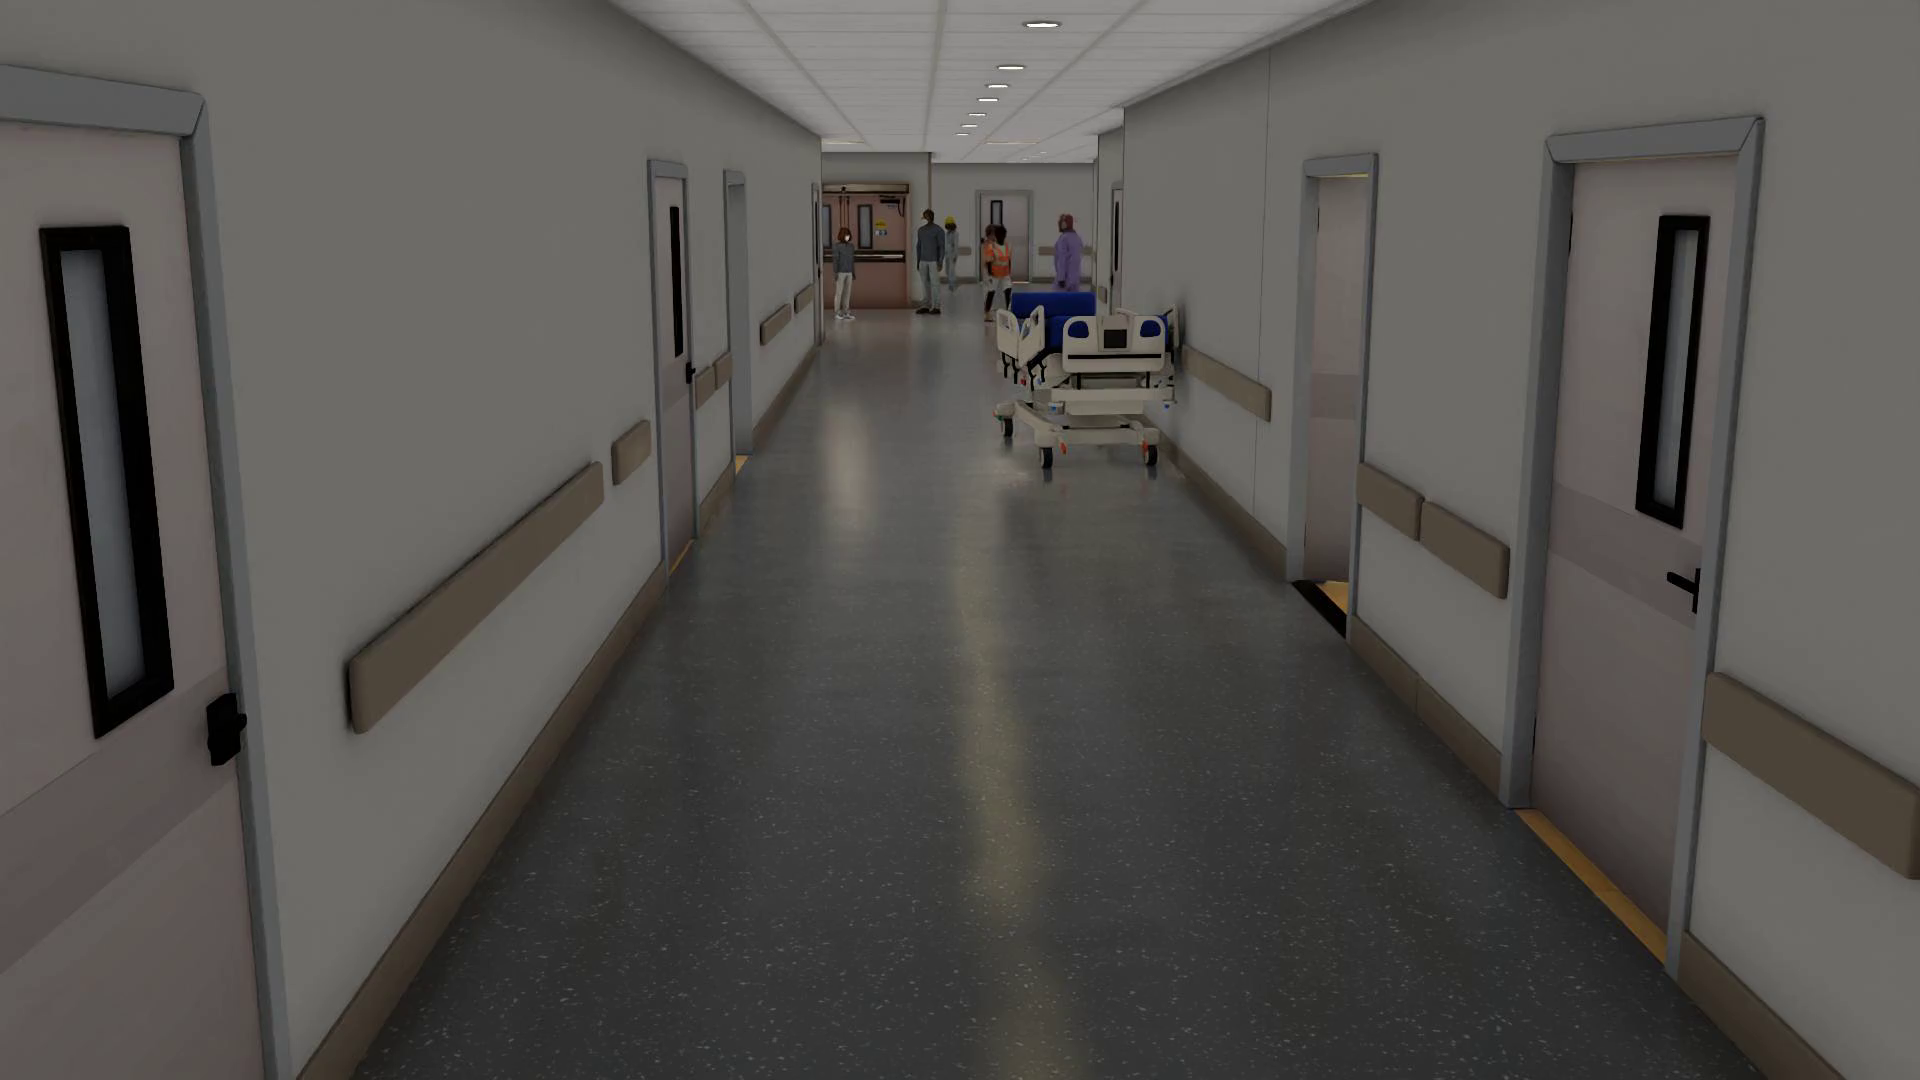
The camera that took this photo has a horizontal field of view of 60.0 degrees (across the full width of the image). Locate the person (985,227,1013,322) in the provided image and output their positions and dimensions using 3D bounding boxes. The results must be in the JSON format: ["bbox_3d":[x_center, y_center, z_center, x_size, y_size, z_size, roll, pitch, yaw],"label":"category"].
[{"bbox_3d":[0.698,-4.584,28.772,0.552,1.642,0.885,-7,14,-31],"label":"person"}]

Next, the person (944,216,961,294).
[{"bbox_3d":[-0.176,-6.430,37.595,0.452,1.747,0.515,-7,14,-32],"label":"person"}]

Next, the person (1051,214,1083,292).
[{"bbox_3d":[1.639,-4.075,25.701,0.418,1.896,0.640,8,14,34],"label":"person"}]

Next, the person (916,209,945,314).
[{"bbox_3d":[-0.557,-5.163,30.901,0.635,1.937,0.353,9,15,38],"label":"person"}]

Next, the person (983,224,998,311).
[{"bbox_3d":[0.584,-5.216,31.891,0.310,1.642,0.514,3,12,15],"label":"person"}]

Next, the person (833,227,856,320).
[{"bbox_3d":[-2.053,-4.735,29.565,0.264,1.632,0.507,10,15,41],"label":"person"}]
